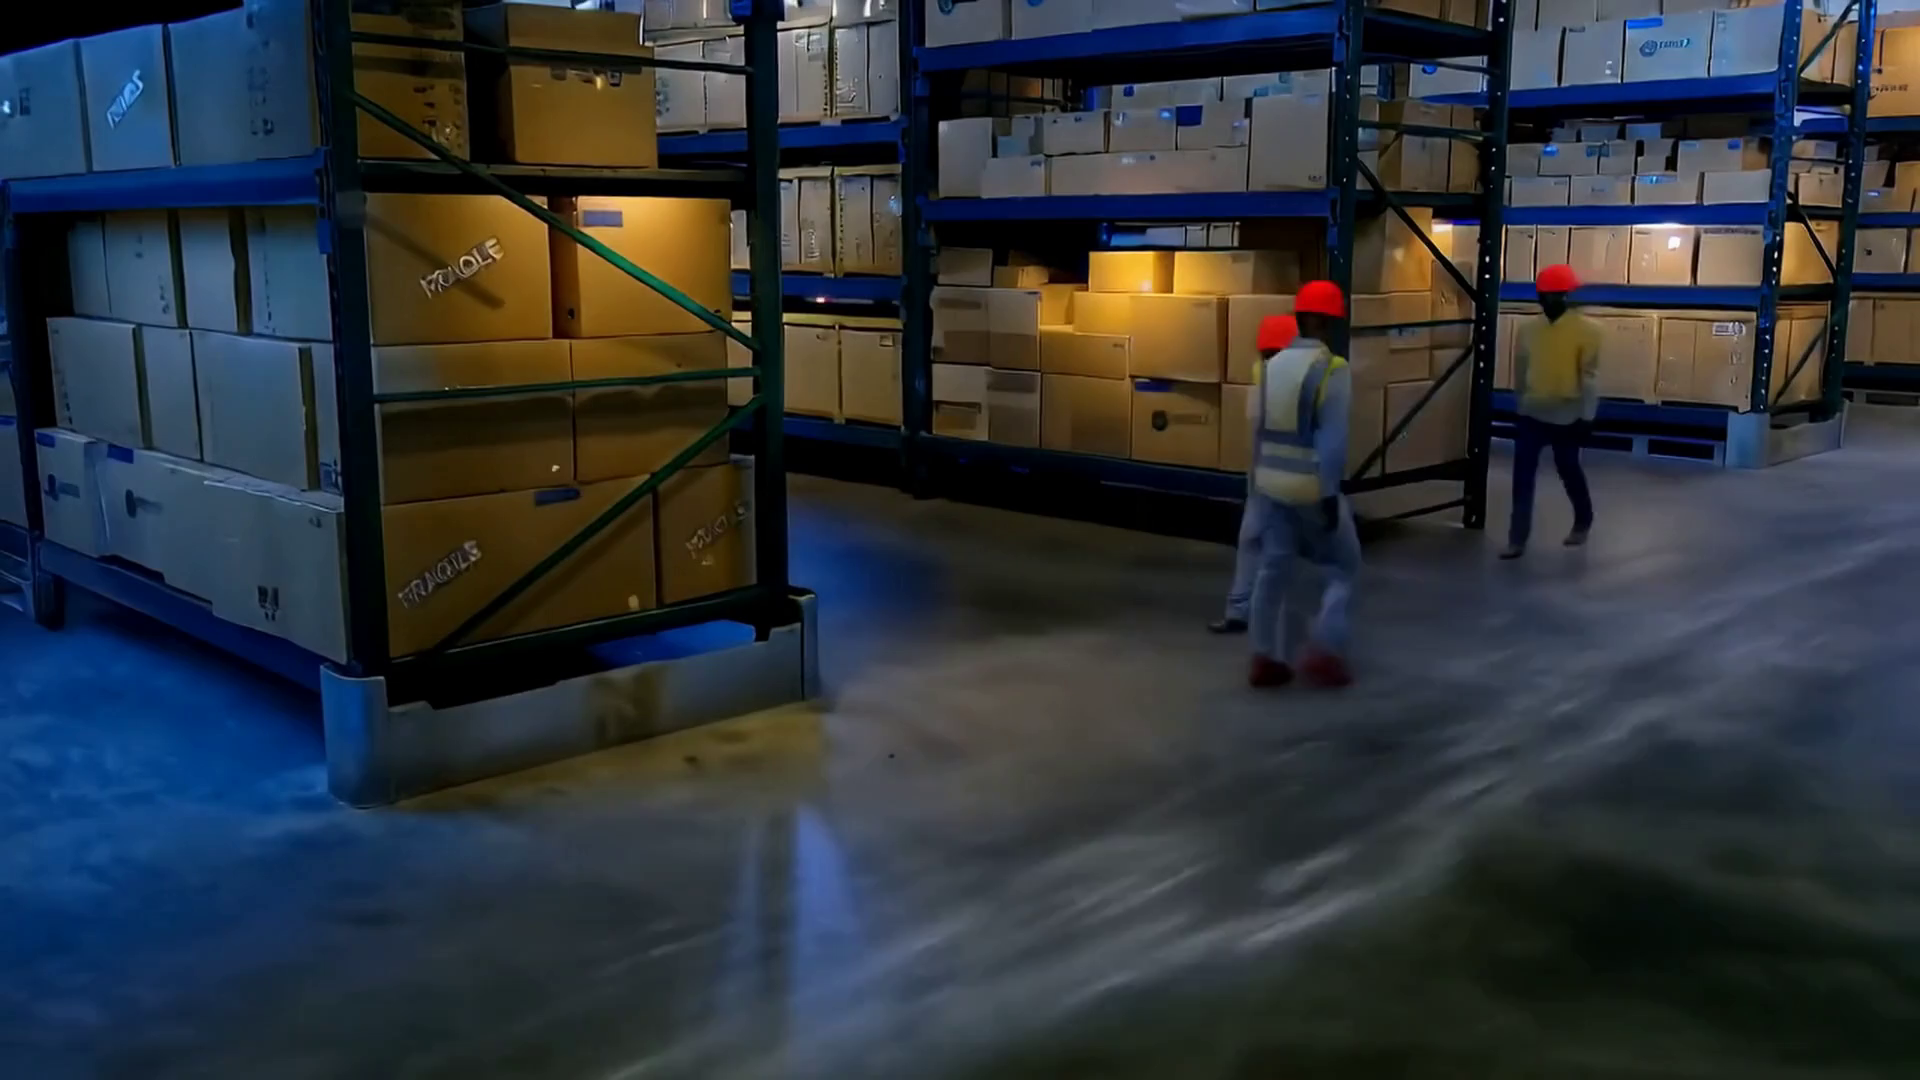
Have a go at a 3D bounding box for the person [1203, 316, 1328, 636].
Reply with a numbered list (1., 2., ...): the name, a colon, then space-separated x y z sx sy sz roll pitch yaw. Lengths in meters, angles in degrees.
1. person: 1.751 -0.345 8.941 0.878 1.713 0.565 -7 13 -35

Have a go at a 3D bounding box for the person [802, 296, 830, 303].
1. person: -1.916 -2.617 21.071 0.650 1.811 0.926 -9 14 -40

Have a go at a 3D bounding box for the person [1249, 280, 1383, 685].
1. person: 1.724 -0.263 7.921 0.805 1.911 0.634 -6 12 -29

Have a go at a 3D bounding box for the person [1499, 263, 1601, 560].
1. person: 3.996 -0.870 11.121 0.963 1.962 0.624 -10 14 -43
